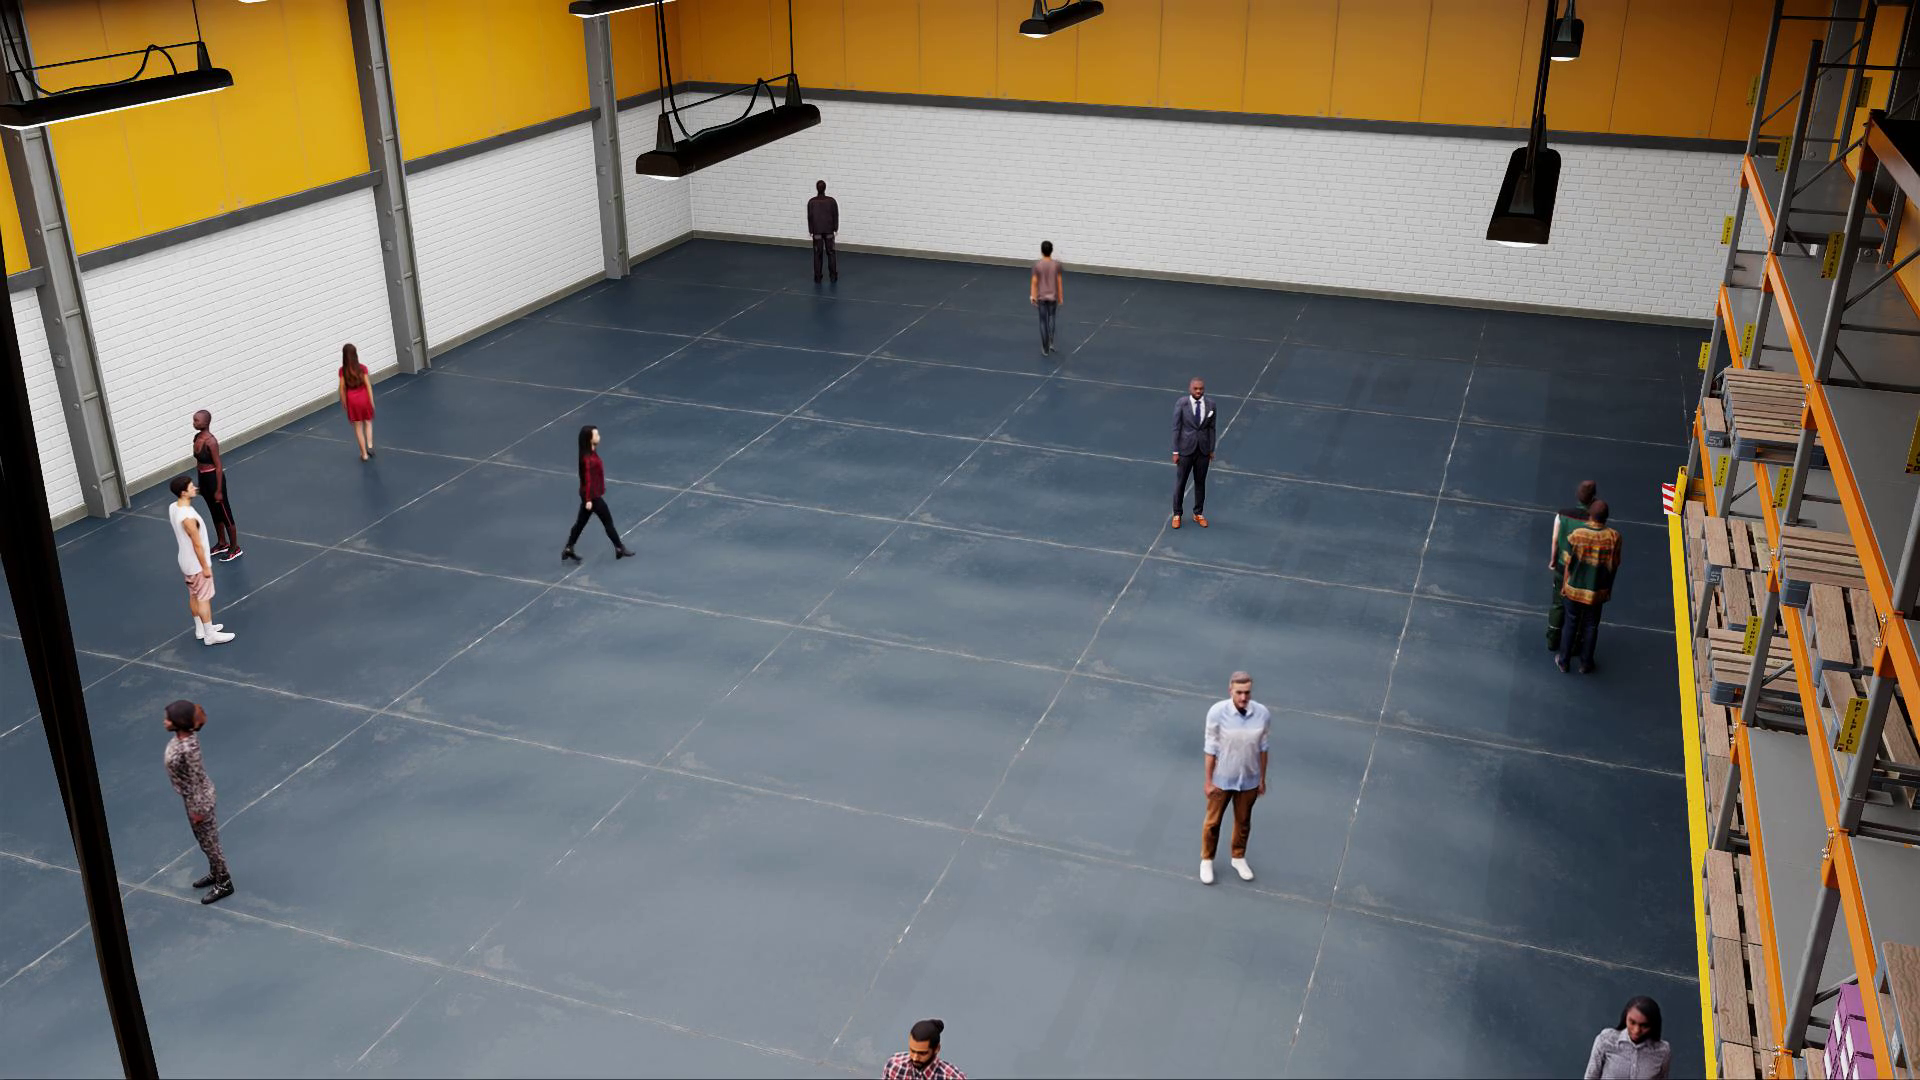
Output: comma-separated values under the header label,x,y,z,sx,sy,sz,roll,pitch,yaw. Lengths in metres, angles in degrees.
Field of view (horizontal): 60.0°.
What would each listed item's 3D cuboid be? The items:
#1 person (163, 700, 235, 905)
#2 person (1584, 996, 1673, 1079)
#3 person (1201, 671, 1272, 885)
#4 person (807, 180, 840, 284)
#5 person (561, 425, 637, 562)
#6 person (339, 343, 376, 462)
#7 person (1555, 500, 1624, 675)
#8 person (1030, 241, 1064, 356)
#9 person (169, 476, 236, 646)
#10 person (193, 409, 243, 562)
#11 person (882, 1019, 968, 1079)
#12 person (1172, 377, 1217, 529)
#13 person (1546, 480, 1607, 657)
label,x,y,z,sx,sy,sz,roll,pitch,yaw
person,-5.875,1.997,12.827,0.728,1.713,0.679,-14,27,-28
person,3.843,3.368,9.677,0.600,1.724,0.500,9,25,20
person,2.148,1.835,13.055,0.767,1.827,0.747,-3,24,-8
person,-2.464,-5.556,29.951,0.796,1.837,0.749,-2,24,-5
person,-4.213,-0.476,18.609,1.042,1.613,1.081,-6,24,-14
person,-7.854,-1.780,21.697,0.890,1.529,0.972,-9,25,-20
person,6.121,0.456,16.234,0.711,1.808,0.674,6,24,13
person,1.374,-3.741,25.897,0.831,1.759,0.916,-2,24,-5
person,-7.759,0.201,16.843,0.735,1.786,0.731,-20,30,-37
person,-8.431,-0.641,18.805,0.631,1.757,0.611,16,28,32
person,-0.198,3.456,9.428,0.706,1.761,0.577,7,25,16
person,2.754,-1.056,19.672,0.784,1.824,0.778,-3,24,-7
person,6.153,0.270,16.621,0.703,1.838,0.672,16,28,32
